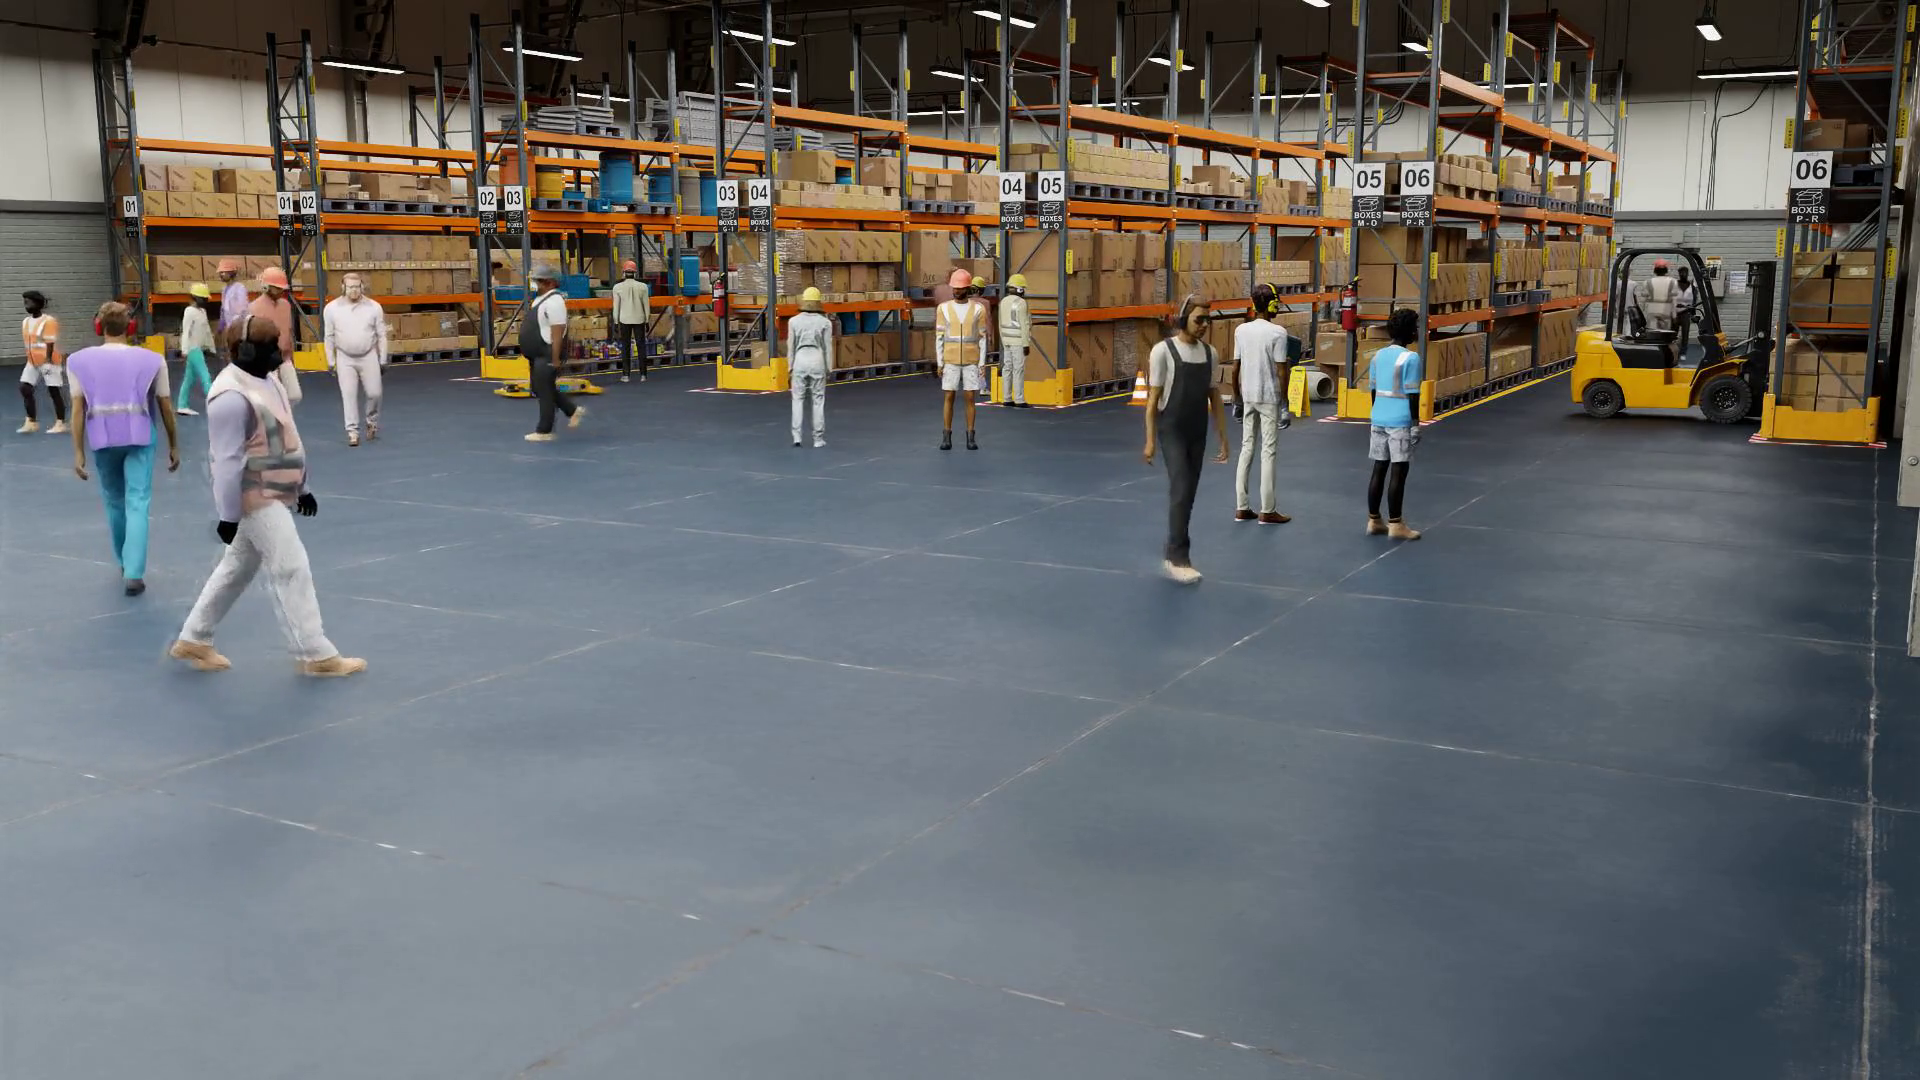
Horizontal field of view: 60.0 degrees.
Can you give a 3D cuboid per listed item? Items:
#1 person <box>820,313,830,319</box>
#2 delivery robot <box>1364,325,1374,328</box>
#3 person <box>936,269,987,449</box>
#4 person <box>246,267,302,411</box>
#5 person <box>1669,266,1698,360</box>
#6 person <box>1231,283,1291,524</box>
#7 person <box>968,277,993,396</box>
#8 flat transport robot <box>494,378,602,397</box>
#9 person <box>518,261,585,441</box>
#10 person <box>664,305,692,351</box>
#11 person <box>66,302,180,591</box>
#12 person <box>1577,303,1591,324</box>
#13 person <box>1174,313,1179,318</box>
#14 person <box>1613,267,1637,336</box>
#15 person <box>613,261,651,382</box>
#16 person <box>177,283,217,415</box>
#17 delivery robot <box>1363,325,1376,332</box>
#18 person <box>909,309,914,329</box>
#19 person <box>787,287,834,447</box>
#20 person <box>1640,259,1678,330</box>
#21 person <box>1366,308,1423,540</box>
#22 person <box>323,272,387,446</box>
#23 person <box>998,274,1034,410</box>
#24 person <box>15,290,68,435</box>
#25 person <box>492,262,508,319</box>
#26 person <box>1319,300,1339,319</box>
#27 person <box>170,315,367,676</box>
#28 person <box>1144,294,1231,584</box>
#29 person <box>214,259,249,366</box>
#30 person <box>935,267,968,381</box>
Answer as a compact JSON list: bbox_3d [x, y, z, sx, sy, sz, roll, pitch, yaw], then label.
[{"bbox_3d":[-2.608,-3.918,29.522,0.622,1.932,0.371,0,10,1],"label":"person"},{"bbox_3d":[9.396,-4.727,37.987,0.477,0.478,0.707,-3,10,-19],"label":"delivery robot"},{"bbox_3d":[0.017,-1.927,17.833,0.547,1.934,0.376,0,10,-1],"label":"person"},{"bbox_3d":[-7.204,-1.890,17.552,0.485,1.952,0.649,4,10,21],"label":"person"},{"bbox_3d":[14.486,-4.561,33.441,0.590,1.884,0.937,3,10,17],"label":"person"},{"bbox_3d":[2.350,-1.058,12.933,0.313,1.869,0.538,-9,13,-43],"label":"person"},{"bbox_3d":[0.257,-3.029,24.774,0.523,1.769,0.315,6,11,31],"label":"person"},{"bbox_3d":[-6.133,-2.280,24.763,1.431,0.197,0.652,-7,12,-34],"label":"flat transport robot"},{"bbox_3d":[-4.617,-2.131,18.716,0.680,2.000,0.697,-5,11,-25],"label":"person"},{"bbox_3d":[-6.006,-4.874,35.467,0.604,1.815,0.660,5,11,28],"label":"person"},{"bbox_3d":[-5.247,-0.596,10.468,0.584,1.791,0.993,-4,10,-22],"label":"person"},{"bbox_3d":[13.432,-4.826,35.727,0.558,1.608,0.724,-7,12,-36],"label":"person"},{"bbox_3d":[5.298,-5.742,41.024,0.311,1.642,0.513,4,10,22],"label":"person"},{"bbox_3d":[14.290,-4.939,35.716,0.594,1.834,0.582,0,10,3],"label":"person"},{"bbox_3d":[-5.437,-3.619,27.560,0.608,1.995,0.377,-3,10,-18],"label":"person"},{"bbox_3d":[-9.821,-2.454,21.550,0.868,1.710,0.604,-1,10,-4],"label":"person"},{"bbox_3d":[9.381,-4.630,37.416,0.707,0.478,0.477,-2,10,-11],"label":"delivery robot"},{"bbox_3d":[-1.444,-6.617,45.267,0.342,1.942,0.552,6,11,31],"label":"person"},{"bbox_3d":[-1.629,-1.874,18.089,0.514,1.737,0.349,0,10,1],"label":"person"},{"bbox_3d":[13.065,-4.237,31.160,0.639,1.995,1.003,3,10,17],"label":"person"},{"bbox_3d":[3.205,-0.851,12.225,0.318,1.695,0.539,-4,10,-20],"label":"person"},{"bbox_3d":[-6.656,-1.992,18.332,0.653,1.899,0.571,-4,10,-20],"label":"person"},{"bbox_3d":[0.769,-2.685,22.562,0.403,1.835,0.586,-6,11,-32],"label":"person"},{"bbox_3d":[-10.681,-2.033,19.218,0.538,1.677,0.630,4,10,21],"label":"person"},{"bbox_3d":[-10.294,-5.275,37.398,0.637,1.938,0.792,9,13,43],"label":"person"},{"bbox_3d":[8.499,-5.406,38.395,1.003,1.890,0.597,-5,11,-26],"label":"person"},{"bbox_3d":[-3.493,-0.208,8.191,0.957,1.802,0.633,-2,10,-9],"label":"person"},{"bbox_3d":[1.499,-0.631,10.533,0.549,1.830,0.636,-6,11,-32],"label":"person"},{"bbox_3d":[-10.917,-3.166,24.843,0.779,2.014,0.610,-8,13,-39],"label":"person"},{"bbox_3d":[-0.117,-3.575,27.582,0.665,1.895,0.462,8,12,38],"label":"person"}]
